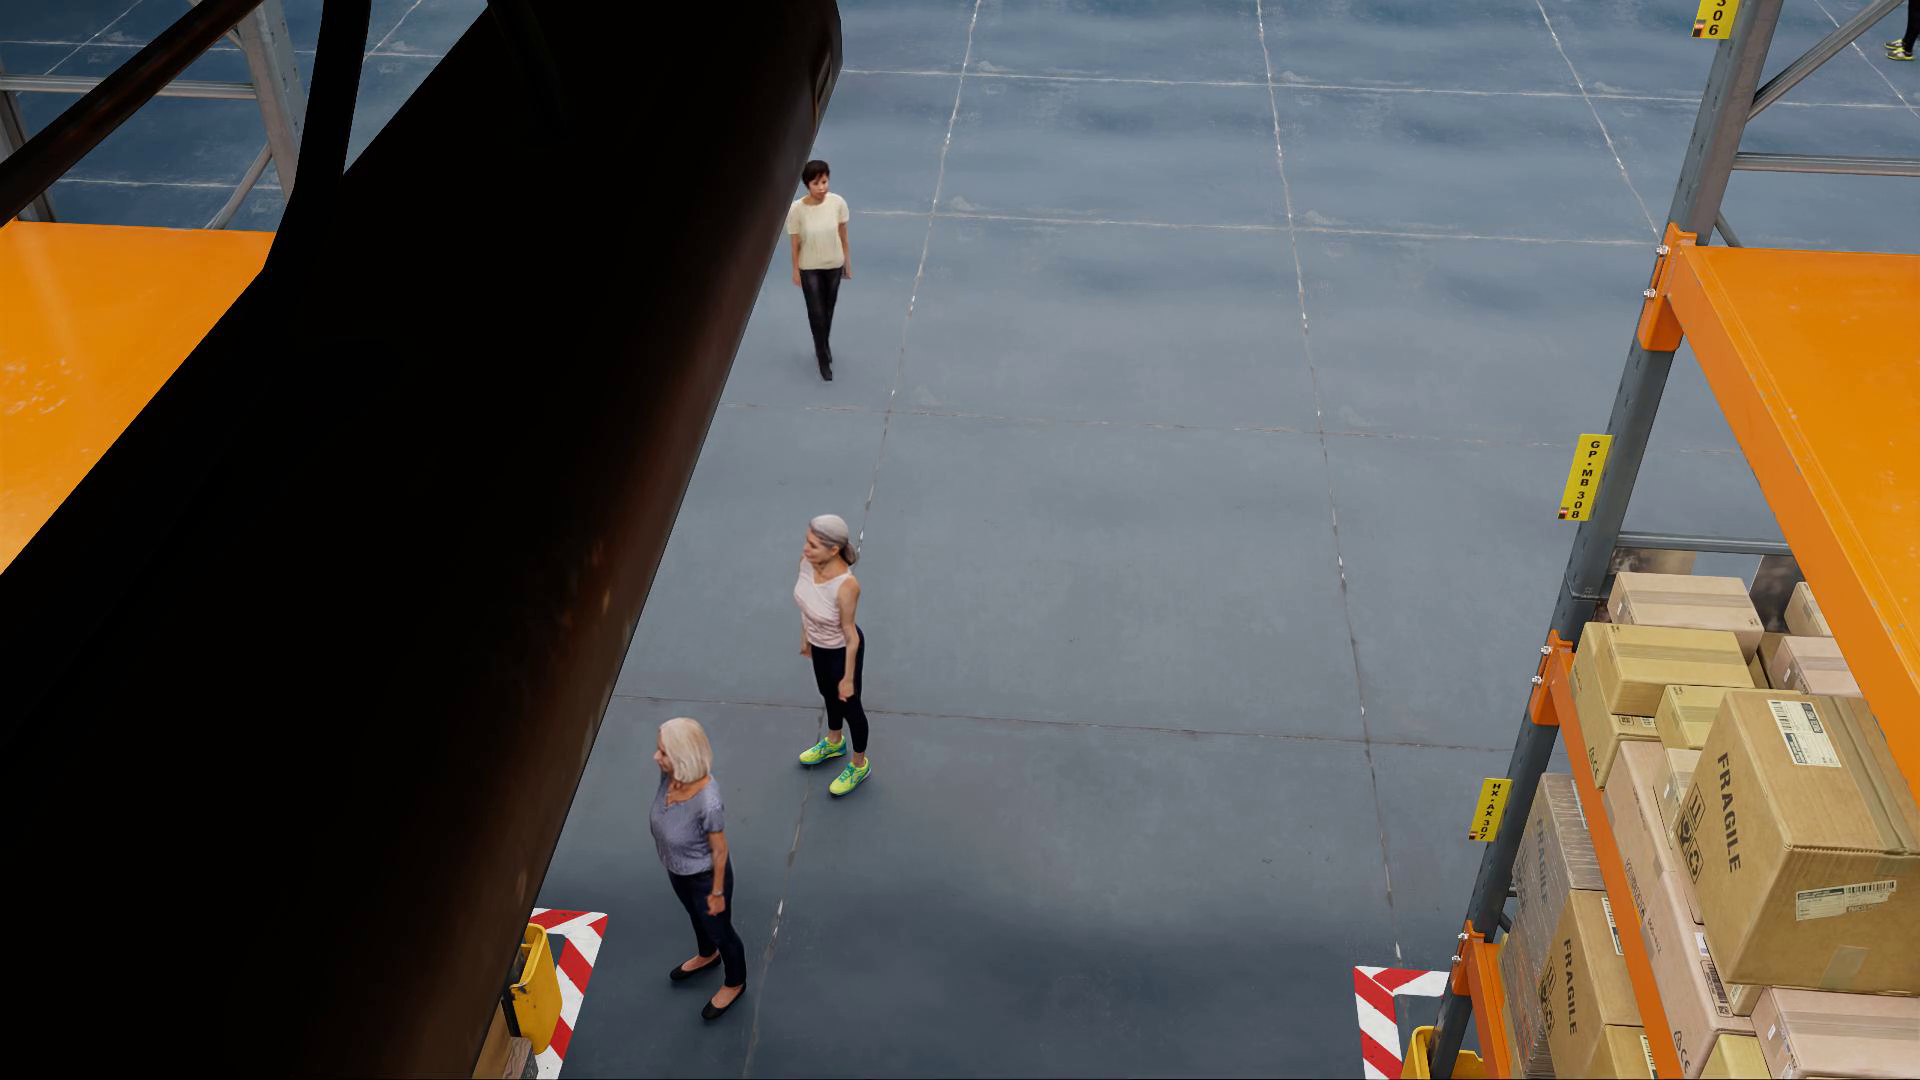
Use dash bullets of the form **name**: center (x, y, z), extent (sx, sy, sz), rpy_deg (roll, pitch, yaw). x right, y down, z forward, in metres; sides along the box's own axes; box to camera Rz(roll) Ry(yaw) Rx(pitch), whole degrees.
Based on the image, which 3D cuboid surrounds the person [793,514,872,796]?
- **person**: center (-0.627, 0.554, 8.408), extent (0.742, 1.702, 0.670), rpy_deg (-24, 44, -28)

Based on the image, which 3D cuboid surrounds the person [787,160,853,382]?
- **person**: center (-1.009, -1.957, 11.722), extent (0.781, 1.573, 0.857), rpy_deg (-16, 41, -20)

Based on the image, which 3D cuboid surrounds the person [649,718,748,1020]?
- **person**: center (-1.145, 1.419, 7.286), extent (0.720, 1.722, 0.653), rpy_deg (-26, 45, -29)
